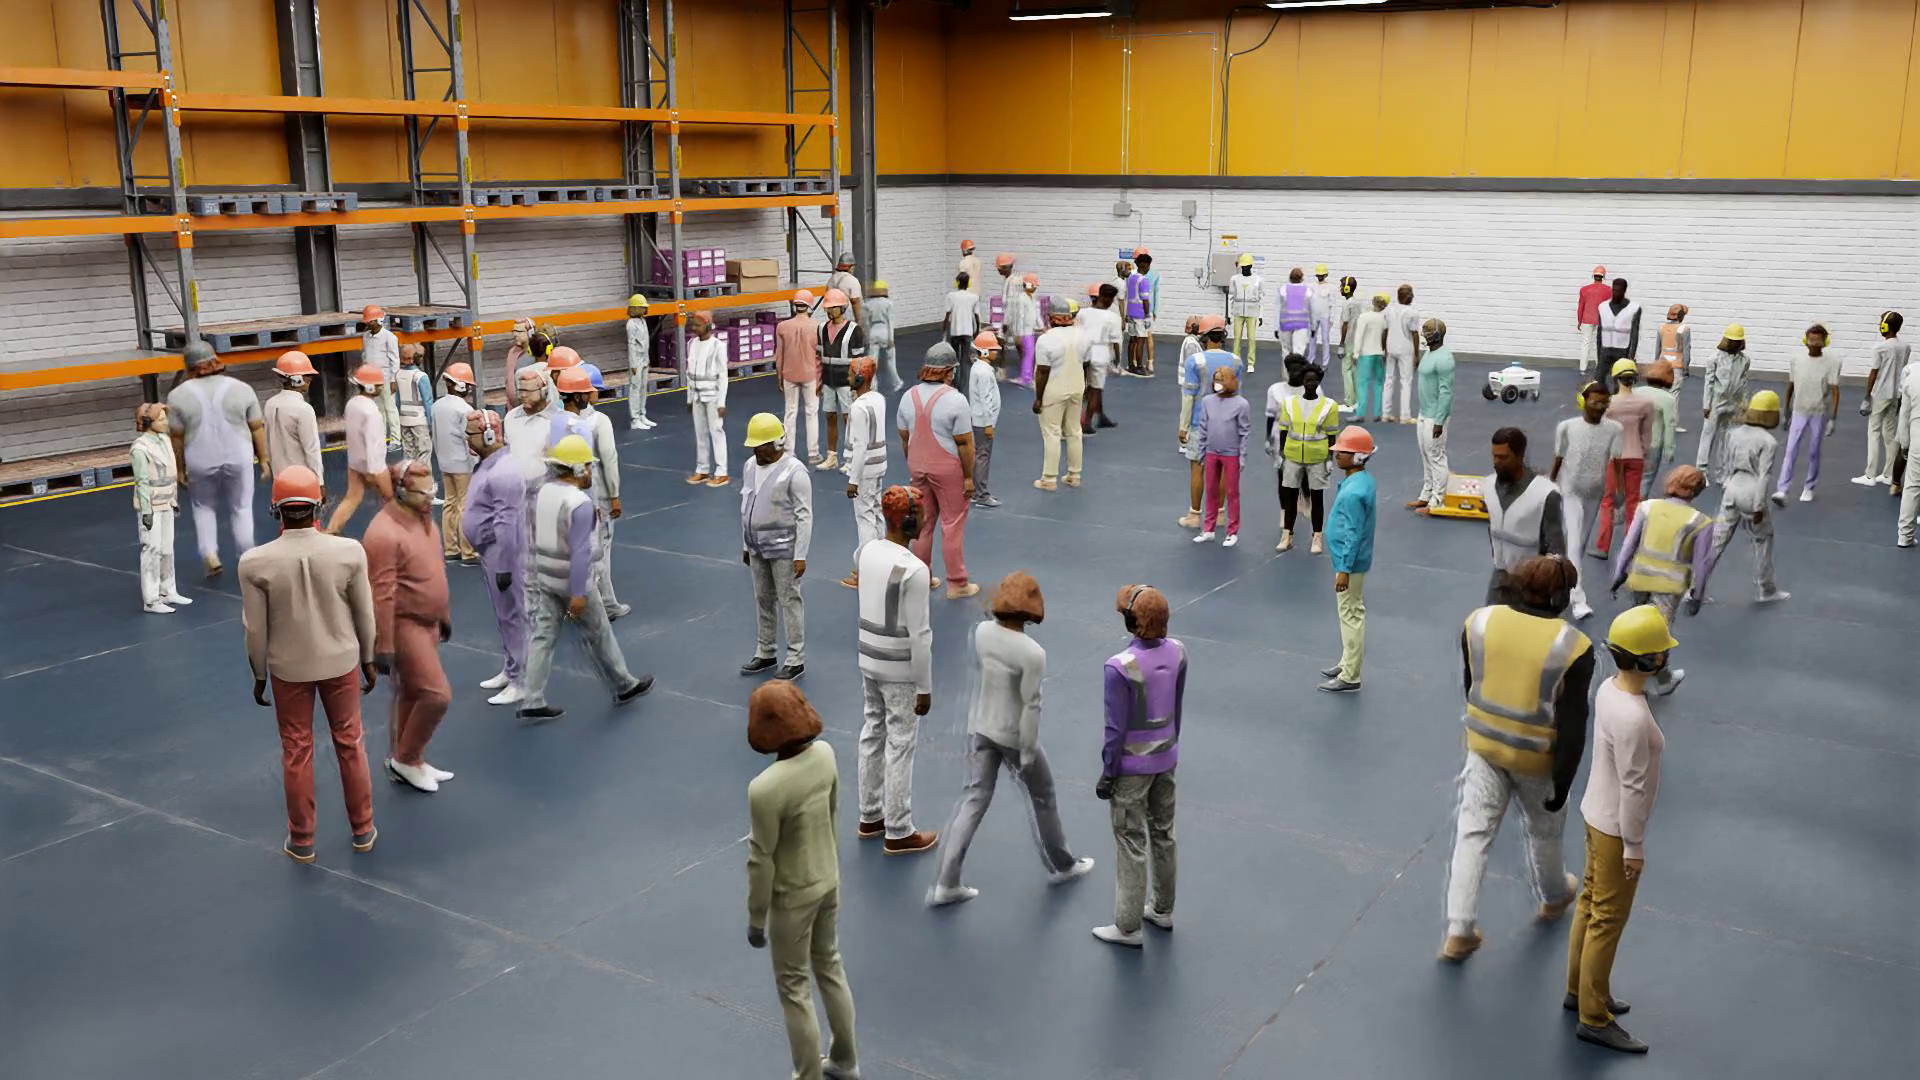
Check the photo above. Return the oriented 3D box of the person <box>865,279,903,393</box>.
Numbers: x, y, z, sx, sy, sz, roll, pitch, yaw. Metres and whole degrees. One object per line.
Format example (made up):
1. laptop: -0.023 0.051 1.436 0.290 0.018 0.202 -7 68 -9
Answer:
1. person: -1.143 -2.976 24.466 0.499 1.681 0.918 5 14 20

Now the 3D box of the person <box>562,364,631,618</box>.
1. person: -2.810 -0.356 12.578 0.603 1.937 0.402 7 15 27

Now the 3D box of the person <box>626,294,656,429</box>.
1. person: -4.124 -2.296 21.439 0.314 1.736 0.485 2 13 10

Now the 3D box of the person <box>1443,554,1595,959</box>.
1. person: 2.487 0.931 7.354 0.632 1.788 0.998 12 17 41

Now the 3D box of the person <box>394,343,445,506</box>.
1. person: -5.449 -1.153 16.688 0.513 1.639 0.307 9 16 33

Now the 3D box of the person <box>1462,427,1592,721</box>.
1. person: 3.565 0.201 10.334 0.866 1.872 0.614 -7 15 -28

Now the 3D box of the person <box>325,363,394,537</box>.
1. person: -5.227 -0.693 14.541 0.558 1.710 0.888 12 18 43

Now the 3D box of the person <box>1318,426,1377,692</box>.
1. person: 2.548 0.119 10.909 0.318 1.755 0.568 4 14 16

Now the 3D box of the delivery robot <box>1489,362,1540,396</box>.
1. delivery robot: 7.954 -2.306 23.851 0.707 0.478 0.477 -5 14 -20

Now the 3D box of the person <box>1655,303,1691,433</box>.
1. person: 9.064 -2.188 21.179 0.310 1.639 0.514 -6 14 -26

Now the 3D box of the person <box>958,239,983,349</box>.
1. person: 0.160 -4.492 30.395 0.402 1.990 0.622 11 17 40

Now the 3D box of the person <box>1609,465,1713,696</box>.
1. person: 4.418 0.304 10.480 0.892 1.571 0.565 -9 16 -35

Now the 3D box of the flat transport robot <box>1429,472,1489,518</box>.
1. flat transport robot: 5.102 -0.455 16.657 0.652 0.197 1.431 5 14 20

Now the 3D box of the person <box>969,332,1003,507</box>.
1. person: 0.261 -1.215 16.706 0.324 1.752 0.562 -2 13 -8

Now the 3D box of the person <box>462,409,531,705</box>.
1. person: -2.983 0.099 10.701 0.396 1.900 0.647 -6 14 -23

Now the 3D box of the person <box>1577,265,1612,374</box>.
1. person: 10.241 -3.543 26.804 0.564 1.751 0.330 5 14 20

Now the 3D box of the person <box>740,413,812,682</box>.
1. person: -1.249 0.048 11.077 0.599 1.819 0.403 11 17 40

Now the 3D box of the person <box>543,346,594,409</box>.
1. person: -3.113 -0.563 13.379 0.403 1.986 0.611 1 13 3

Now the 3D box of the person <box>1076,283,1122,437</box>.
1. person: 1.699 -2.250 20.826 0.653 1.919 0.531 7 15 29

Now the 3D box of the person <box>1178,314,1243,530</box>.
1. person: 2.342 -1.107 15.651 0.611 2.029 0.408 -6 14 -24

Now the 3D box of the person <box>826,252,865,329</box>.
1. person: -1.727 -3.431 25.686 0.535 2.000 0.680 -12 18 -42

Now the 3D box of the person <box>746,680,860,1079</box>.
1. person: -0.596 1.302 6.094 0.323 1.623 0.509 7 15 28

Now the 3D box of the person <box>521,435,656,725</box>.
1. person: -2.382 0.234 10.354 0.601 1.784 0.924 13 18 43

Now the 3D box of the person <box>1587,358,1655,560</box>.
1. person: 5.728 -0.698 14.457 0.523 1.760 0.327 -1 13 -3

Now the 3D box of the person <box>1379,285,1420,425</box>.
1. person: 5.775 -2.412 21.788 0.586 1.832 0.361 11 17 40

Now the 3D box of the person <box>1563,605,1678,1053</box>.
1. person: 2.608 1.118 6.551 0.298 1.772 0.533 2 13 10

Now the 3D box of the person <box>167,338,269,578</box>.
1. person: -6.091 -0.669 13.706 0.726 2.000 0.535 -6 14 -24

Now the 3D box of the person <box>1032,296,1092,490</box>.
1. person: 1.016 -1.554 17.549 0.672 2.000 0.536 -9 16 -33

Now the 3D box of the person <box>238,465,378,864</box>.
1. person: -3.200 0.616 8.233 0.611 1.995 0.375 -7 15 -27

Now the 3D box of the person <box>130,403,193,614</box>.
1. person: -6.170 -0.247 12.782 0.320 1.628 0.508 0 13 -2

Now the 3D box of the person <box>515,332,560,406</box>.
1. person: -3.880 -1.011 15.582 0.518 1.865 0.330 -3 13 -13

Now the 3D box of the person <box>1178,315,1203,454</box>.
1. person: 2.730 -1.837 19.676 0.313 1.634 0.515 2 13 7

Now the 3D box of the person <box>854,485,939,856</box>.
1. person: -0.324 0.651 8.343 0.349 1.879 0.582 -10 16 -36

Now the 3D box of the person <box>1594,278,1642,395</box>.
1. person: 8.699 -2.519 22.057 0.597 1.901 0.490 11 17 41

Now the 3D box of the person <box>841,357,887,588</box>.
1. person: -0.778 -0.546 13.522 0.355 1.883 0.574 3 13 13

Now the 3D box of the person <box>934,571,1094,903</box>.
1. person: 0.233 0.919 7.828 0.853 1.584 0.488 -12 17 -41
